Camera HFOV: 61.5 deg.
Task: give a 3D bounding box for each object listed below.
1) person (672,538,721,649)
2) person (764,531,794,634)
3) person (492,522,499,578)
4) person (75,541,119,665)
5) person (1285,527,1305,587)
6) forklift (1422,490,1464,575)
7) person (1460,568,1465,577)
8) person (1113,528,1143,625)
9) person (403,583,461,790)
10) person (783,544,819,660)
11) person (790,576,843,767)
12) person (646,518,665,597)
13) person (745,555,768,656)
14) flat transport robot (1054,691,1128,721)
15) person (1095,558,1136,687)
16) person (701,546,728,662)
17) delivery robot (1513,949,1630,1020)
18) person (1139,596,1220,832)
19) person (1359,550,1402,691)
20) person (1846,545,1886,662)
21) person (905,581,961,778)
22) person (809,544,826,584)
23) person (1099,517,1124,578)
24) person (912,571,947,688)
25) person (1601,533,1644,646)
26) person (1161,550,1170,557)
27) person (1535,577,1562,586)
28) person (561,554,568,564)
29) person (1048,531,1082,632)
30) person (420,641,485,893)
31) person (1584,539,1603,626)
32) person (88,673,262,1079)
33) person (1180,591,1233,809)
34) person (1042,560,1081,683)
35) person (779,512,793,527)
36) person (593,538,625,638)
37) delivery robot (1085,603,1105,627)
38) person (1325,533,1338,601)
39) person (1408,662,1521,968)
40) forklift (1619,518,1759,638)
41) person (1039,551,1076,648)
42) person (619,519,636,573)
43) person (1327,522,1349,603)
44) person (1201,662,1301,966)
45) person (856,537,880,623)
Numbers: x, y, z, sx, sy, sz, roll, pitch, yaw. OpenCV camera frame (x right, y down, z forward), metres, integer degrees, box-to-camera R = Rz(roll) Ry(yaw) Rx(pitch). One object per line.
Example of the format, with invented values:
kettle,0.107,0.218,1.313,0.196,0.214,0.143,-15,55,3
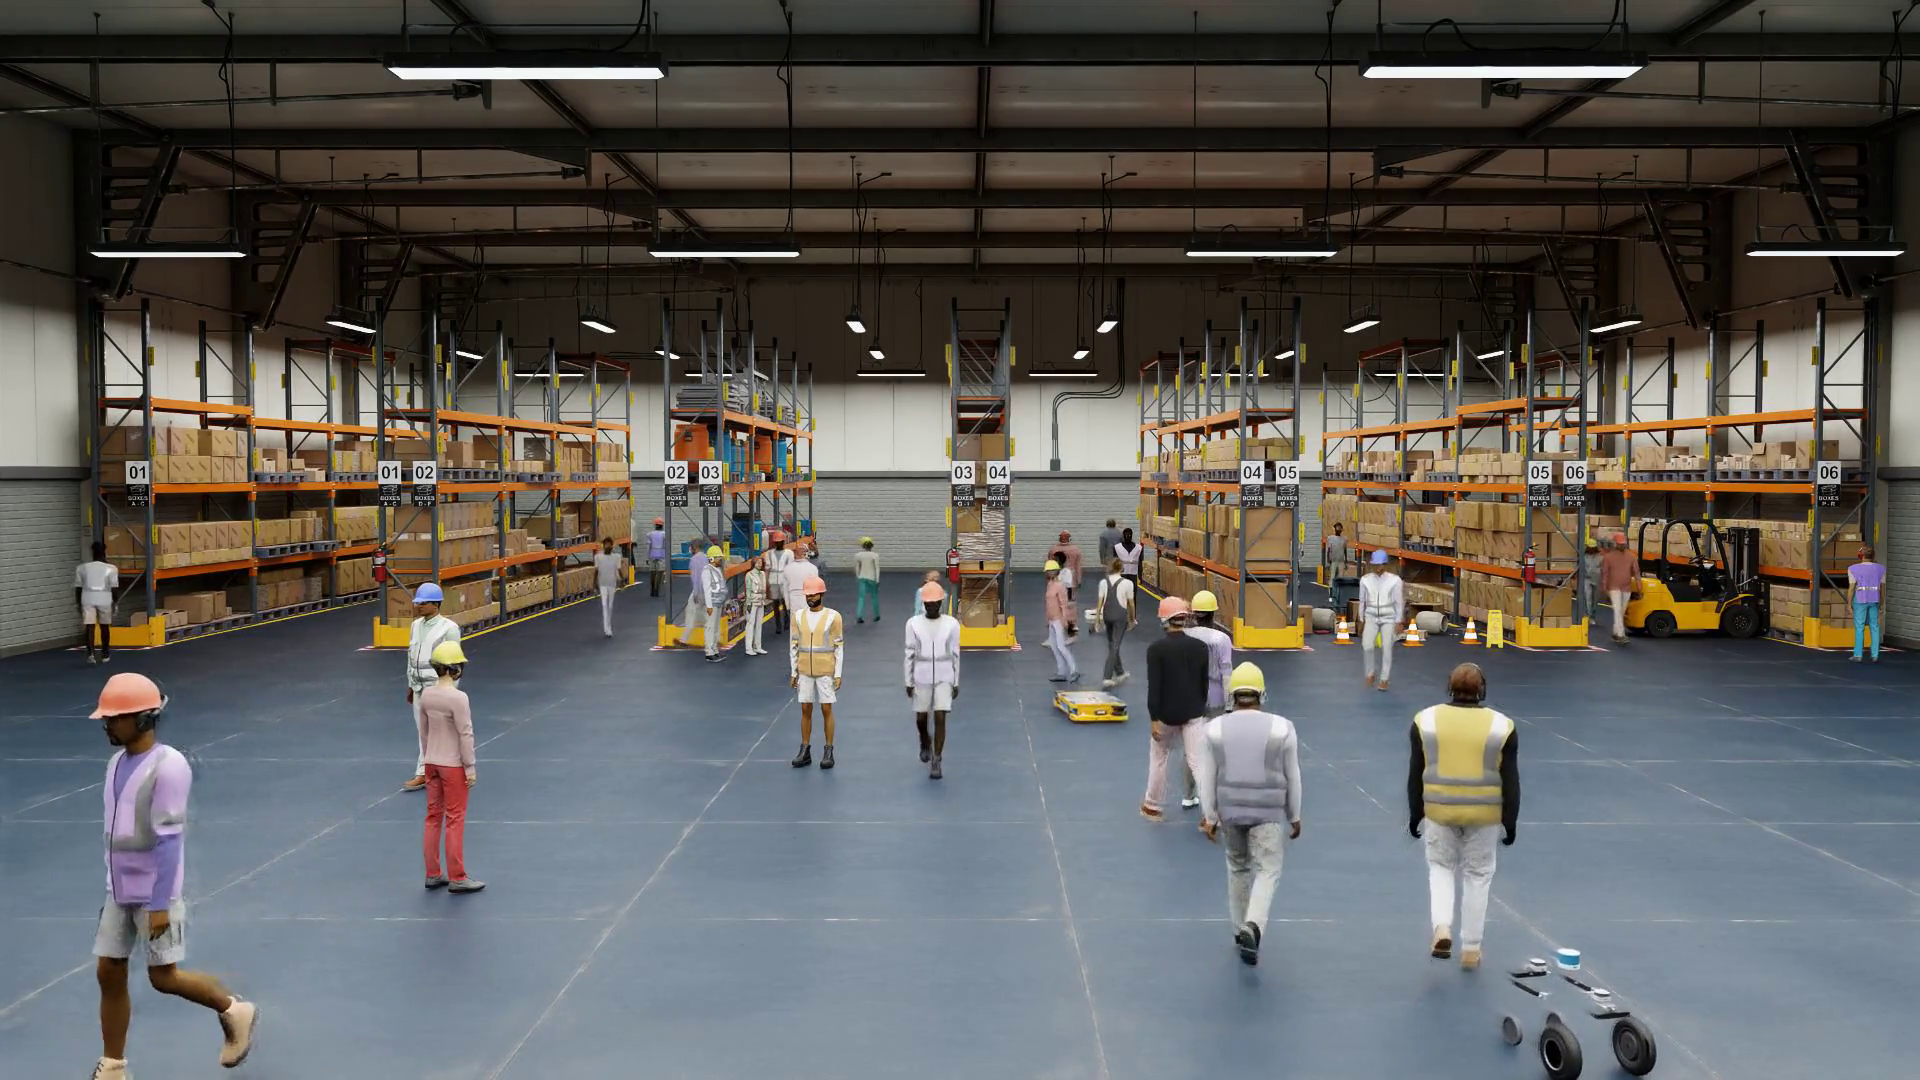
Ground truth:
person,-4.441,0.912,27.388,0.882,1.878,0.709,1,2,13
person,-3.373,0.788,30.029,0.554,1.920,0.426,0,2,5
person,-11.485,0.442,40.246,0.519,1.805,0.999,0,2,-2
person,-13.519,0.976,25.298,0.608,1.929,0.954,-1,3,-26
person,8.784,0.229,42.609,0.608,2.044,0.377,1,2,15
forklift,13.926,-0.371,47.846,1.873,2.768,1.129,0,2,0
person,12.515,0.423,40.399,0.574,1.838,0.969,0,2,-5
person,3.312,0.717,31.890,0.598,1.915,0.375,0,2,-4
person,-4.925,1.369,15.065,0.604,1.949,0.389,1,3,28
person,-2.380,1.010,24.639,0.640,1.909,0.409,1,3,27
person,-1.463,1.324,16.325,0.552,1.935,0.366,1,2,15
person,-7.367,0.427,39.479,0.566,1.895,0.925,0,2,-2
person,-3.343,1.069,26.495,0.315,1.636,0.515,1,3,28
flat transport robot,1.593,2.028,19.819,0.652,0.197,1.431,0,2,-7
person,2.191,1.150,22.685,0.498,1.795,0.893,1,3,33
person,-3.892,1.006,25.632,0.403,1.834,0.588,0,2,9
delivery robot,3.058,2.179,8.105,0.335,0.223,0.698,-1,2,-15
person,1.856,1.443,13.505,0.626,1.940,1.058,-1,2,-20
person,5.743,1.099,22.088,0.623,1.927,0.501,1,3,26
person,14.288,1.007,25.455,0.565,1.846,0.390,0,2,4
person,-0.267,1.352,15.936,0.545,1.921,0.626,0,2,-1
person,-2.894,0.877,31.888,0.505,1.605,0.840,0,2,9
person,3.721,0.410,39.490,0.650,1.924,0.589,0,2,-3
person,-0.454,1.240,22.504,0.648,1.610,0.327,-2,3,-37
person,11.557,0.852,28.218,0.622,1.947,1.023,0,2,0
person,5.733,0.270,44.484,0.551,1.803,0.622,0,2,6
person,11.667,0.758,32.239,0.629,1.811,0.853,0,2,-1
person,-10.616,0.296,42.639,0.595,1.907,0.758,0,2,2
person,1.988,0.776,30.517,0.640,1.909,0.409,0,2,5
person,-3.626,1.601,11.470,0.523,1.771,0.304,2,3,35
person,12.391,0.835,31.642,0.497,1.696,0.899,1,2,14
person,-3.816,1.627,7.672,0.614,2.022,0.854,1,3,32
person,2.150,1.411,14.242,0.589,1.930,0.361,2,3,36
person,1.439,1.161,23.041,0.459,1.732,0.651,-1,2,-17
person,-4.927,0.151,46.537,0.728,1.887,0.394,-1,2,-16
person,-6.440,0.858,29.626,0.535,1.824,0.997,-1,2,-20
delivery robot,2.713,1.424,30.341,0.707,0.478,0.477,1,2,26
person,8.757,0.636,37.823,0.403,1.598,0.555,2,3,42
person,3.016,1.644,9.665,0.646,1.823,0.458,1,2,22
forklift,13.417,0.684,29.791,2.313,2.155,1.214,0,2,0
person,1.710,1.013,27.686,0.874,1.650,0.534,-1,3,-31
person,-10.061,0.019,48.821,0.435,1.982,0.630,1,3,31
person,8.776,0.514,37.516,0.513,1.876,0.328,0,2,-8
person,1.754,1.650,9.807,0.596,1.807,0.762,1,2,22
person,-1.860,0.792,32.436,0.529,1.722,0.866,1,2,15
